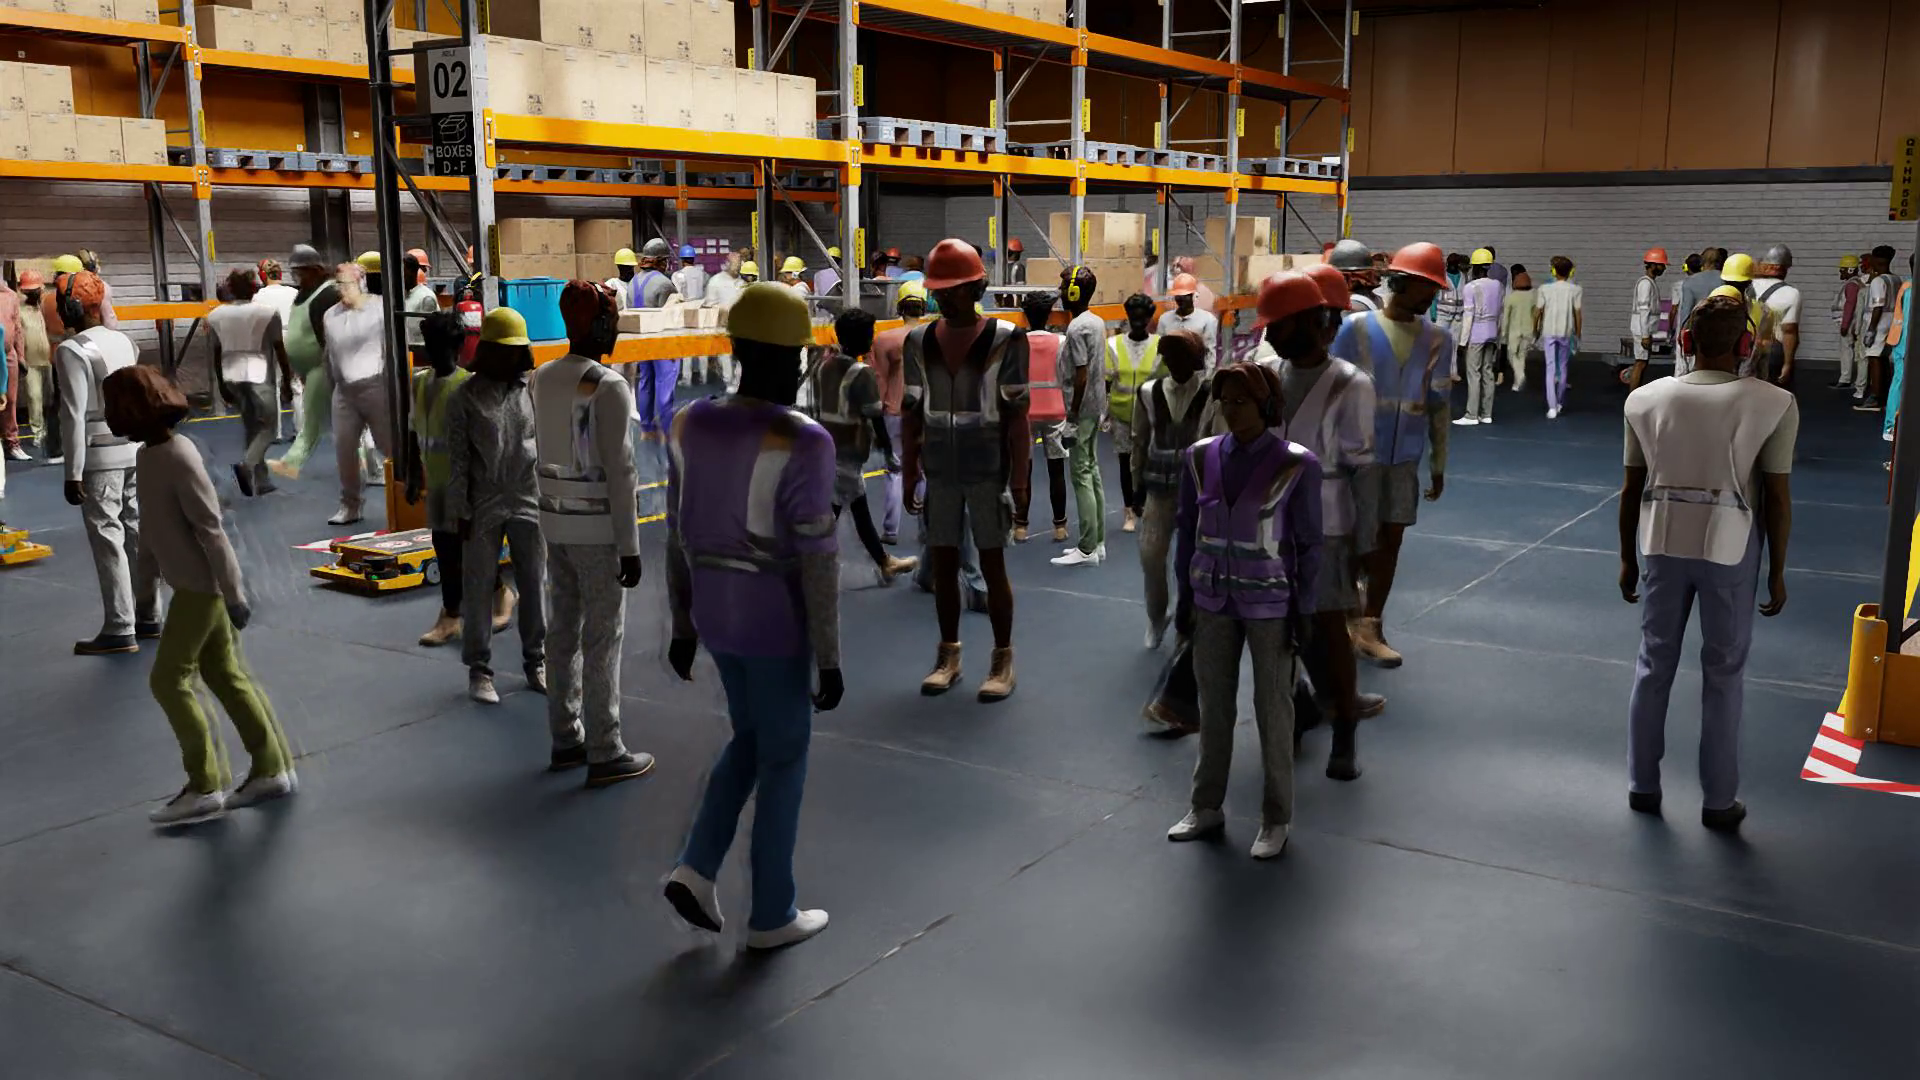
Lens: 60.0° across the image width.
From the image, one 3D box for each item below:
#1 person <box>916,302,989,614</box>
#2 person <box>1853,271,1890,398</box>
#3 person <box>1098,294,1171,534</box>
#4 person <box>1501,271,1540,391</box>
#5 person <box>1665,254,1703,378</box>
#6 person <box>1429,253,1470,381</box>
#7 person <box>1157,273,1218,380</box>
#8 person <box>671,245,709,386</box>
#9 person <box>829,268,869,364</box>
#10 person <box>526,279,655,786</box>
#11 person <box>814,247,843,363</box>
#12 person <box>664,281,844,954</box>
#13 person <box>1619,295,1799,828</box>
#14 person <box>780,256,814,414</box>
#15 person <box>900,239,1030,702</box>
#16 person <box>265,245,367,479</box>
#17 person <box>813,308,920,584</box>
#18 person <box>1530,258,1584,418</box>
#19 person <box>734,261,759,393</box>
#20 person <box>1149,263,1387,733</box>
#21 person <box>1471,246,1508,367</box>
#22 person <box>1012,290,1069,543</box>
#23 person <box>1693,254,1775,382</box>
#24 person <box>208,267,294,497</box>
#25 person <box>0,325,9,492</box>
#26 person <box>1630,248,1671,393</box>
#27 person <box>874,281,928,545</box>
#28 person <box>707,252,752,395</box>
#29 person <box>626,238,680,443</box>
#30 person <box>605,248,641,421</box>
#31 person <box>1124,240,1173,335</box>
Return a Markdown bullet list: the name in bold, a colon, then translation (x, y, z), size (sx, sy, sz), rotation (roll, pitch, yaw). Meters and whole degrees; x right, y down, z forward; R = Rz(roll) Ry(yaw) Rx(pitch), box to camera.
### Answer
- **person**: translation (-0.001, -0.486, 9.217), size (0.532, 1.725, 0.895), rotation (-9, 14, -42)
- **person**: translation (11.741, -2.687, 21.340), size (0.484, 1.745, 0.297), rotation (4, 11, 23)
- **person**: translation (1.179, -0.827, 11.267), size (0.546, 1.662, 0.760), rotation (3, 11, 15)
- **person**: translation (7.460, -2.752, 22.080), size (0.509, 1.618, 0.611), rotation (0, 10, -1)
- **person**: translation (8.644, -2.451, 19.706), size (0.516, 1.865, 0.329), rotation (3, 11, 14)
- **person**: translation (7.055, -3.203, 23.946), size (0.623, 1.840, 0.430), rotation (-2, 10, -10)
- **person**: translation (1.901, -1.380, 14.100), size (0.566, 1.744, 0.350), rotation (7, 12, 33)
- **person**: translation (-3.754, -3.112, 23.134), size (0.615, 1.945, 0.404), rotation (-9, 14, -41)
- **person**: translation (-1.130, -2.183, 18.105), size (0.604, 1.906, 0.399), rotation (-5, 11, -25)
- **person**: translation (-1.388, -0.023, 6.215), size (0.576, 1.880, 0.352), rotation (10, 14, 44)
- **person**: translation (-1.839, -3.313, 24.330), size (0.584, 1.918, 0.376), rotation (3, 11, 14)
- **person**: translation (-0.569, 0.237, 4.666), size (0.608, 1.908, 0.457), rotation (8, 13, 37)
- **person**: translation (2.560, 0.079, 5.771), size (0.560, 1.836, 0.394), rotation (8, 13, 39)
- **person**: translation (-1.911, -2.392, 19.461), size (0.404, 1.830, 0.598), rotation (-2, 10, -10)
- **person**: translation (0.005, -0.300, 7.345), size (0.613, 2.028, 0.409), rotation (4, 11, 22)
- **person**: translation (-5.548, -1.559, 14.270), size (1.041, 2.000, 0.699), rotation (-9, 13, -39)
- **person**: translation (-0.591, -0.486, 9.408), size (0.925, 1.631, 0.540), rotation (-6, 12, -31)
- **person**: translation (6.880, -2.334, 19.185), size (0.518, 1.818, 0.965), rotation (2, 10, 13)
- **person**: translation (-2.644, -2.604, 20.852), size (0.340, 1.757, 0.518), rotation (4, 11, 23)
- **person**: translation (1.268, -0.160, 6.836), size (1.054, 1.937, 0.652), rotation (-2, 10, -9)
- **person**: translation (8.401, -3.714, 26.519), size (0.627, 1.933, 0.368), rotation (-2, 10, -12)
- **person**: translation (0.525, -0.816, 11.115), size (0.532, 1.693, 0.319), rotation (0, 10, -2)
- **person**: translation (5.553, -1.095, 12.022), size (0.591, 1.921, 0.382), rotation (1, 10, 6)
- **person**: translation (-5.585, -1.222, 13.039), size (0.580, 1.819, 0.722), rotation (1, 10, 3)
- **person**: translation (-7.742, -1.177, 12.996), size (0.352, 1.738, 0.573), rotation (6, 12, 31)
- **person**: translation (8.061, -2.442, 19.479), size (0.385, 1.929, 0.543), rotation (5, 11, 26)
- **person**: translation (-0.331, -0.838, 11.080), size (0.529, 1.752, 0.340), rotation (-3, 11, -17)
- **person**: translation (-3.044, -2.878, 22.044), size (0.667, 1.875, 0.727), rotation (-5, 12, -28)
- **person**: translation (-3.002, -2.002, 16.724), size (0.678, 2.000, 0.537), rotation (10, 14, 43)
- **person**: translation (-3.710, -2.268, 18.510), size (0.388, 1.927, 0.589), rotation (7, 12, 32)
- **person**: translation (2.634, -3.280, 23.803), size (0.622, 2.000, 0.687), rotation (-7, 12, -32)
